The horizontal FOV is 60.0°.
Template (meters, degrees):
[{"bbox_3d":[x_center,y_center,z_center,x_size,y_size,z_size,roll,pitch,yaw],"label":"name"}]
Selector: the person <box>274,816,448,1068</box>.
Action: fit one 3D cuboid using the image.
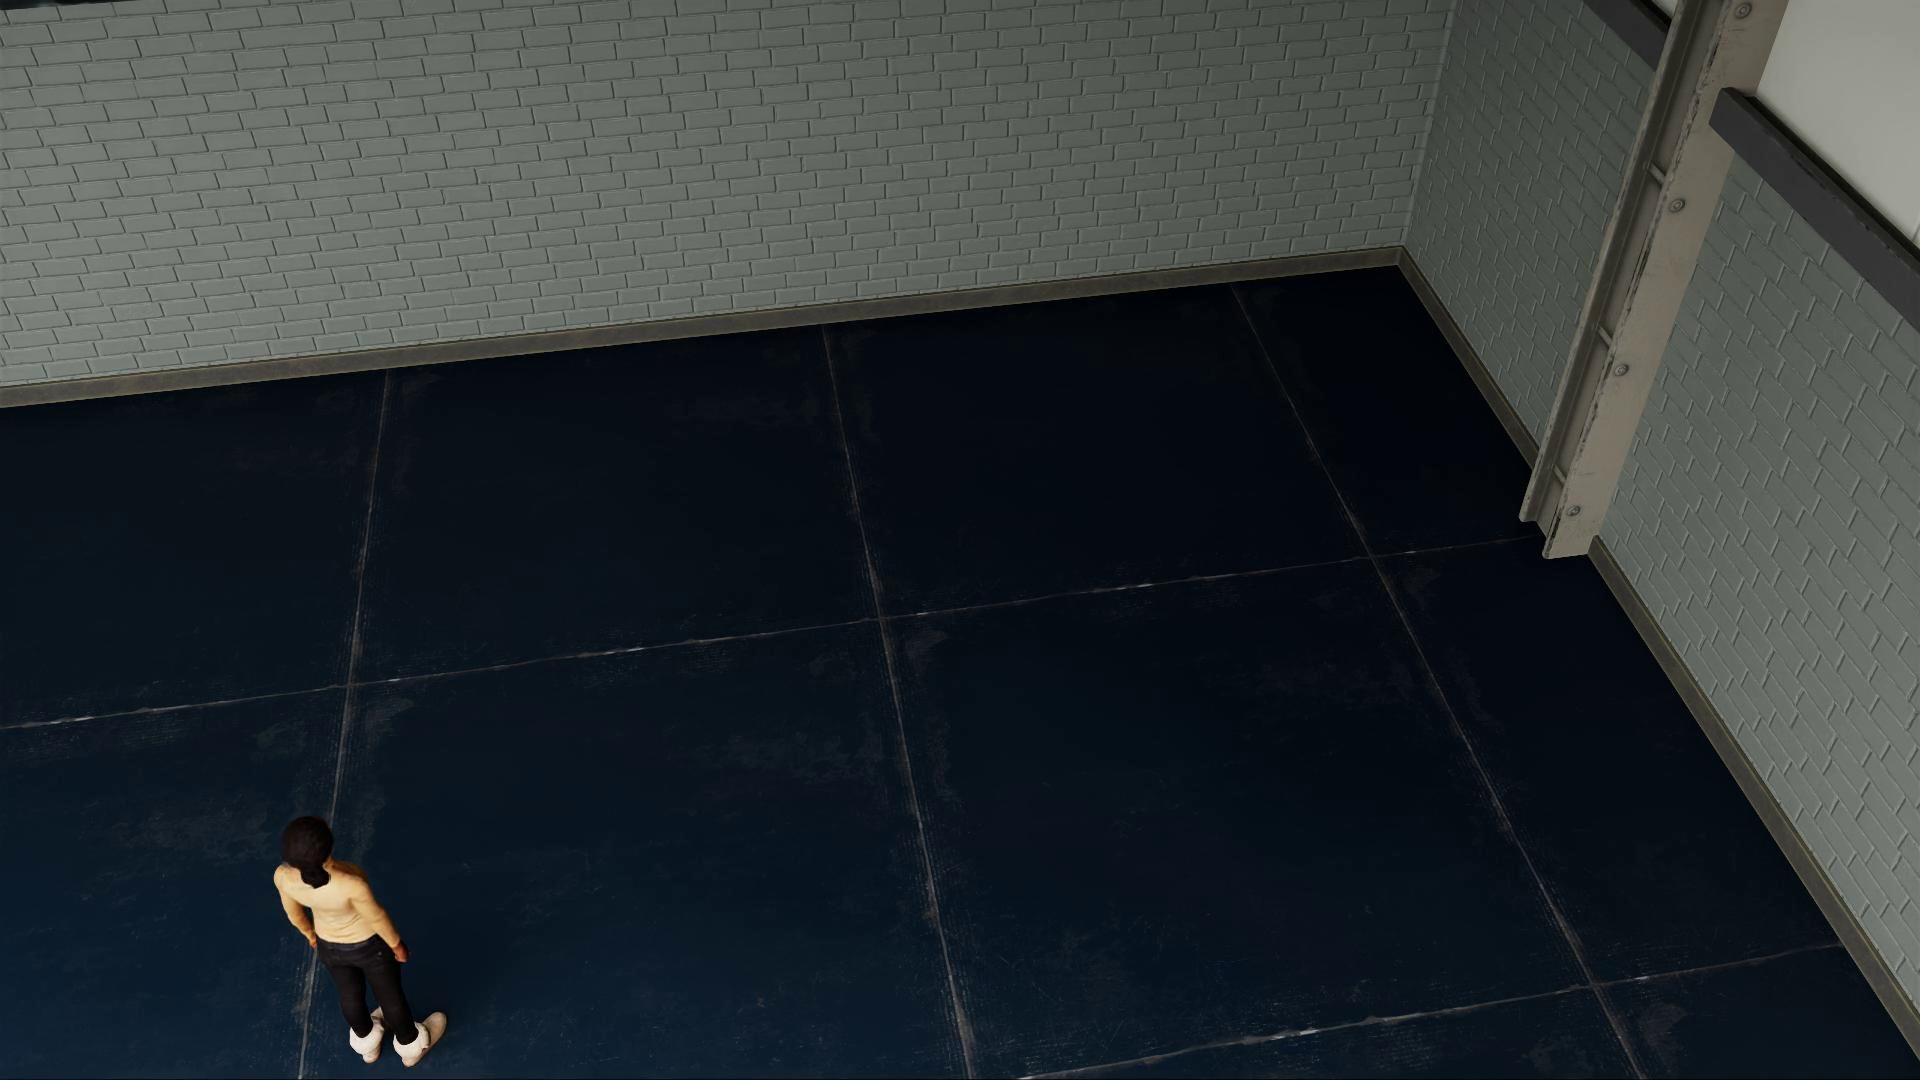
[{"bbox_3d":[-2.601,1.717,7.114,0.668,1.657,0.650,7,43,7],"label":"person"}]
